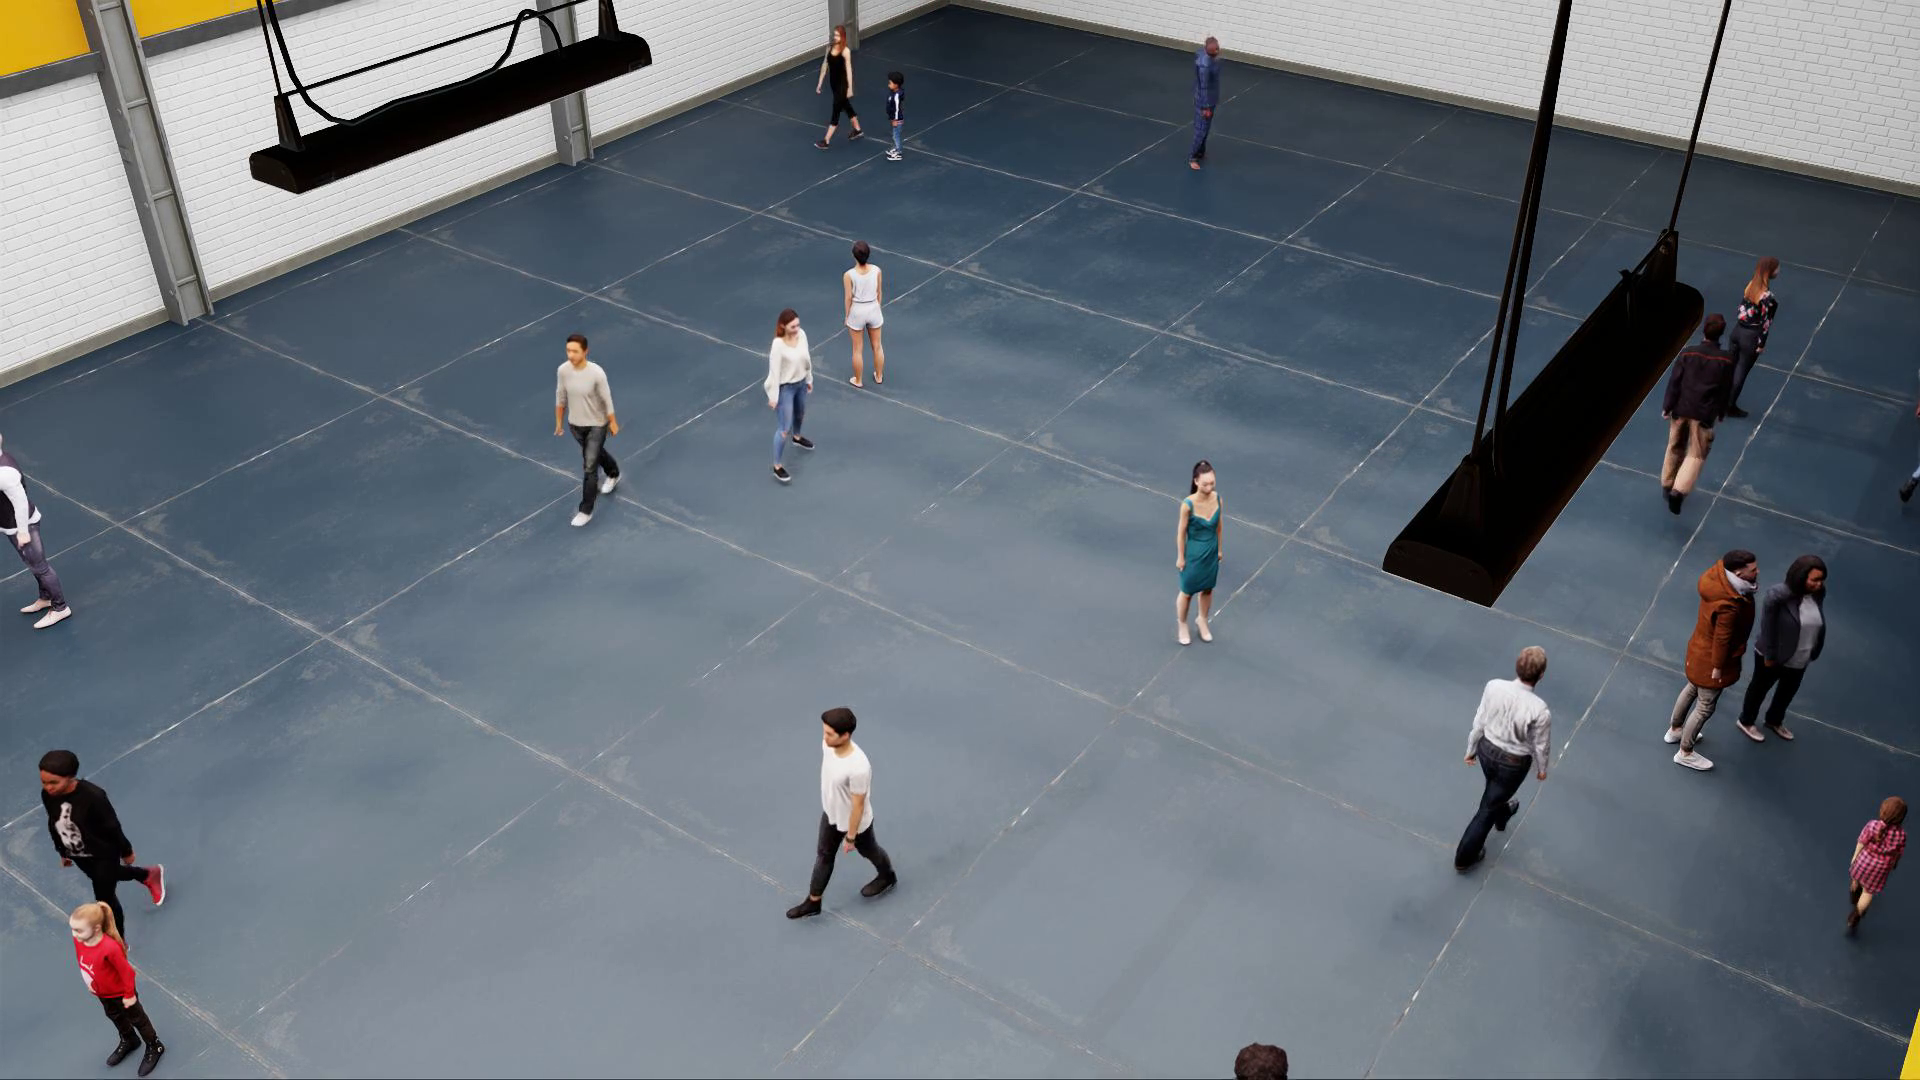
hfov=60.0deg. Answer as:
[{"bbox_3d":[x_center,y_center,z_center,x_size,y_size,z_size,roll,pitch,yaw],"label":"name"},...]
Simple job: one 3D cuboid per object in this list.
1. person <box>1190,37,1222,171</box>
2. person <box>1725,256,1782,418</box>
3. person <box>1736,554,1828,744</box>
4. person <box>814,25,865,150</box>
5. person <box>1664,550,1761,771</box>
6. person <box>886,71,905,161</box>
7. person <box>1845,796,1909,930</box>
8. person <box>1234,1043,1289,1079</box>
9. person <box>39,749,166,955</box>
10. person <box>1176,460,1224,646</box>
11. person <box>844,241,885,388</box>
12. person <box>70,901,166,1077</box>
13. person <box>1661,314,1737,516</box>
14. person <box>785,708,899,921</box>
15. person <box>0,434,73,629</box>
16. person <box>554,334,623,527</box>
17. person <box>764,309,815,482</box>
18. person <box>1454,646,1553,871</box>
[{"bbox_3d":[3.314,-5.960,22.463,0.903,1.790,0.669,2,34,2],"label":"person"},{"bbox_3d":[7.900,-2.053,16.680,0.707,1.683,0.646,-5,34,-8],"label":"person"},{"bbox_3d":[6.141,0.800,12.469,0.790,1.594,0.863,-11,35,-16],"label":"person"},{"bbox_3d":[-1.597,-6.298,23.077,1.218,1.672,0.738,-28,42,-35],"label":"person"},{"bbox_3d":[5.509,0.843,12.184,0.892,1.839,0.799,5,34,7],"label":"person"},{"bbox_3d":[-0.889,-5.823,22.768,0.660,1.224,0.600,-2,34,-4],"label":"person"},{"bbox_3d":[6.046,2.132,10.988,0.427,1.016,0.727,22,39,29],"label":"person"},{"bbox_3d":[1.477,3.247,8.603,0.695,1.799,0.743,-3,34,-4],"label":"person"},{"bbox_3d":[-5.527,1.942,10.702,0.910,1.649,1.139,5,34,7],"label":"person"},{"bbox_3d":[1.926,0.111,13.420,0.568,1.689,0.675,-13,36,-19],"label":"person"},{"bbox_3d":[-0.987,-2.335,17.176,0.647,1.604,0.727,-12,36,-18],"label":"person"},{"bbox_3d":[-5.064,2.665,9.946,0.548,1.281,0.557,11,35,16],"label":"person"},{"bbox_3d":[6.646,-1.111,15.062,0.730,1.907,1.031,18,38,25],"label":"person"},{"bbox_3d":[-0.663,1.770,10.934,1.157,1.678,0.895,-21,39,-28],"label":"person"},{"bbox_3d":[-7.728,-0.127,13.656,0.674,1.824,0.739,-27,42,-34],"label":"person"},{"bbox_3d":[-3.346,-1.097,15.175,0.874,1.759,1.241,11,35,16],"label":"person"},{"bbox_3d":[-1.630,-1.411,15.738,0.899,1.658,0.651,23,40,30],"label":"person"},{"bbox_3d":[3.618,1.515,11.222,1.118,1.784,0.827,-26,42,-34],"label":"person"}]
